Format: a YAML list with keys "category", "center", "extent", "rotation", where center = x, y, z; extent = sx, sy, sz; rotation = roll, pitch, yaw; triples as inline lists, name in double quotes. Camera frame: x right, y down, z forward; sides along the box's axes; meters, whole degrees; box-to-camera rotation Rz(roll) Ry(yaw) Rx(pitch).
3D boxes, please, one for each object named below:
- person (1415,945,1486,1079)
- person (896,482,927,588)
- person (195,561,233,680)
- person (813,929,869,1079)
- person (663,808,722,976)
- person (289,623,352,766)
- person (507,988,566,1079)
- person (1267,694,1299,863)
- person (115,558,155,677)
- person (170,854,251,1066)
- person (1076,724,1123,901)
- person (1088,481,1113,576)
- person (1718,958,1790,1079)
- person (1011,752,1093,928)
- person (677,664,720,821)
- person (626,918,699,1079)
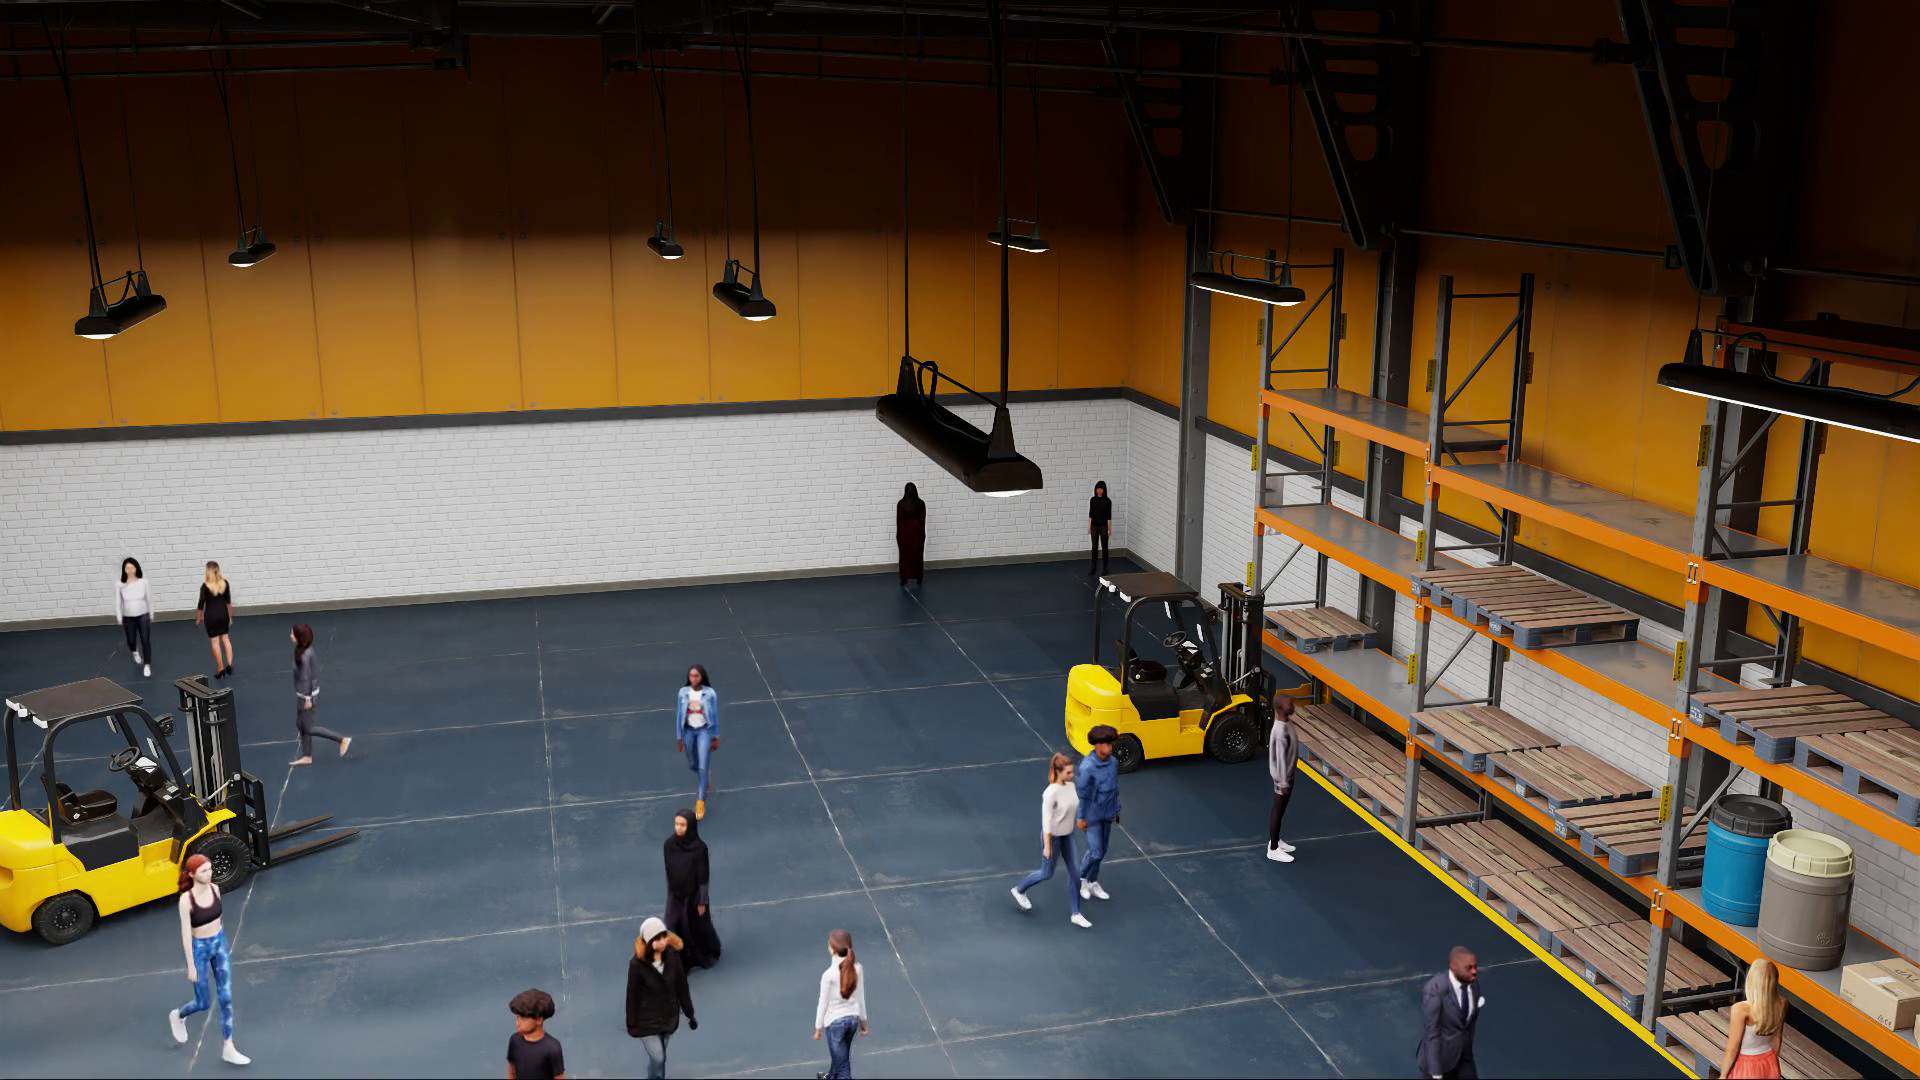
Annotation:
- category: "person"
  center: [3.428, 3.713, 11.965]
  extent: [0.829, 1.793, 1.092]
  rotation: [-6, 15, -23]
- category: "person"
  center: [-0.813, -0.100, 27.787]
  extent: [0.664, 1.758, 0.626]
  rotation: [-4, 14, -17]
- category: "person"
  center: [-10.241, 1.118, 22.949]
  extent: [0.746, 1.669, 0.691]
  rotation: [9, 16, 34]
- category: "person"
  center: [-0.863, 3.710, 12.563]
  extent: [0.798, 1.517, 1.069]
  rotation: [-10, 17, -36]
- category: "person"
  center: [-2.376, 3.123, 14.803]
  extent: [1.020, 1.604, 1.199]
  rotation: [5, 14, 19]
- category: "person"
  center: [-7.683, 1.835, 19.809]
  extent: [0.760, 1.751, 0.909]
  rotation: [-6, 15, -23]
- category: "person"
  center: [-2.799, 3.870, 11.411]
  extent: [1.152, 1.747, 1.171]
  rotation: [9, 16, 33]
- category: "person"
  center: [3.335, 2.440, 17.270]
  extent: [0.758, 1.770, 0.647]
  rotation: [4, 14, 15]
- category: "person"
  center: [-11.483, 1.048, 23.204]
  extent: [0.728, 1.684, 0.897]
  rotation: [-7, 15, -27]
- category: "person"
  center: [-6.130, 3.375, 13.412]
  extent: [1.024, 1.770, 1.007]
  rotation: [6, 15, 23]
- category: "person"
  center: [1.287, 2.656, 16.332]
  extent: [0.802, 1.792, 0.818]
  rotation: [-12, 18, -41]
- category: "person"
  center: [2.411, -0.226, 28.556]
  extent: [0.638, 1.641, 0.677]
  rotation: [6, 15, 23]
- category: "person"
  center: [5.570, 3.776, 11.685]
  extent: [0.618, 1.803, 0.561]
  rotation: [-4, 14, -16]
- category: "person"
  center: [0.858, 2.830, 15.818]
  extent: [1.213, 1.695, 1.034]
  rotation: [12, 18, 40]
- category: "person"
  center: [-2.888, 2.186, 18.500]
  extent: [0.877, 1.685, 1.192]
  rotation: [1, 14, 5]
- category: "person"
  center: [-2.368, 3.616, 12.740]
  extent: [0.876, 1.616, 0.797]
  rotation: [13, 19, 42]
